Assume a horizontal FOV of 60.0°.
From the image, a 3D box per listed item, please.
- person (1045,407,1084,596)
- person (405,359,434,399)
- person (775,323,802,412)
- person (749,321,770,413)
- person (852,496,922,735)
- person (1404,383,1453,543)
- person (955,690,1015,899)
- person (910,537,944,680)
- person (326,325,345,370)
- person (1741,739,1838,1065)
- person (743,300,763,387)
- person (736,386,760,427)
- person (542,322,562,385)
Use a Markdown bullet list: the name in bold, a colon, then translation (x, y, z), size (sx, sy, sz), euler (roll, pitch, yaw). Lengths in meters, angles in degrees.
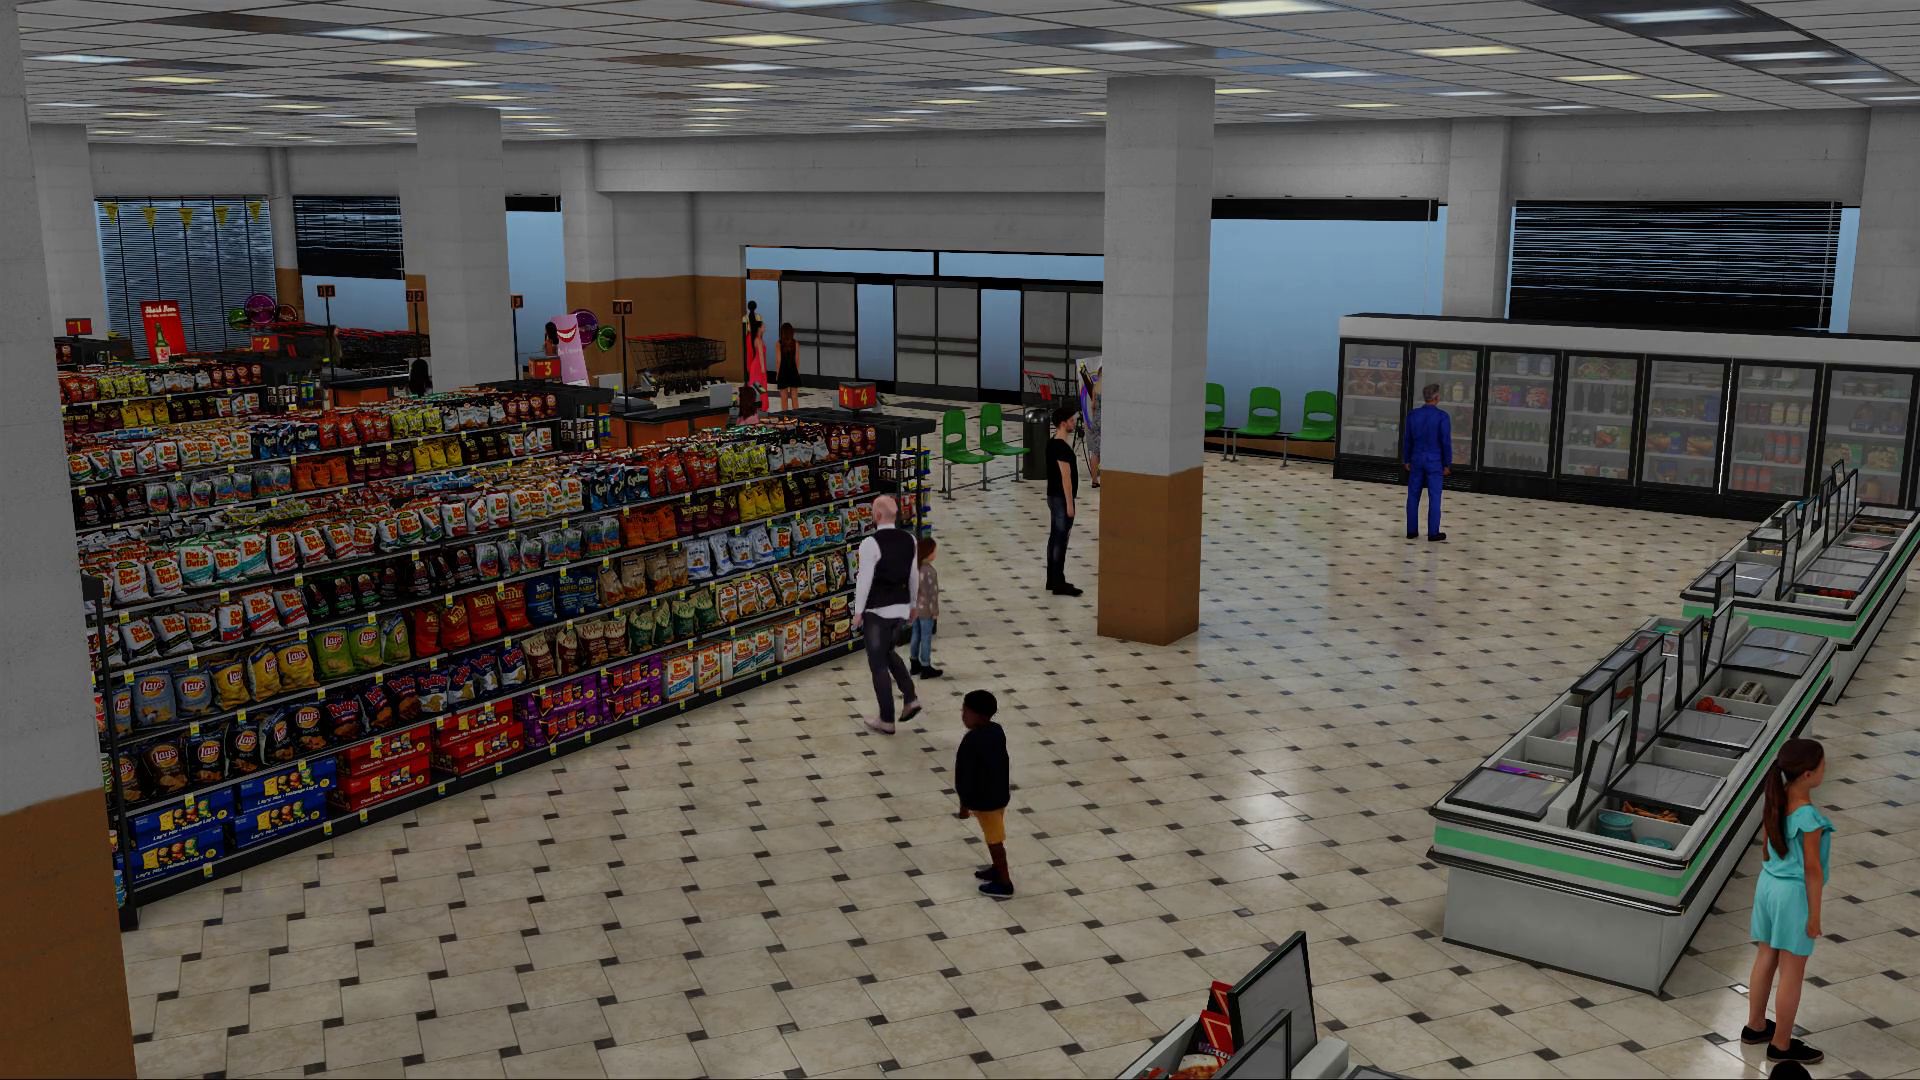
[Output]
- **person**: translation (1.020, -0.405, 16.855), size (0.805, 1.897, 0.752), euler (-2, 12, -12)
- **person**: translation (-7.593, -1.711, 23.522), size (0.679, 1.706, 0.710), euler (0, 12, -1)
- **person**: translation (-2.922, -2.765, 28.218), size (0.630, 1.834, 0.725), euler (-5, 13, -21)
- **person**: translation (-3.636, -3.104, 30.090), size (0.750, 1.725, 0.716), euler (-4, 13, -19)
- **person**: translation (-0.496, 0.581, 12.377), size (0.773, 1.814, 0.678), euler (10, 16, 40)
- **person**: translation (5.457, -0.914, 19.438), size (0.727, 1.829, 0.555), euler (9, 15, 38)
- **person**: translation (0.201, 1.458, 9.580), size (0.622, 1.248, 0.517), euler (10, 16, 40)
- **person**: translation (-0.313, 0.563, 13.968), size (0.539, 1.193, 0.529), euler (-8, 15, -35)
- **person**: translation (-12.121, -3.439, 32.285), size (0.719, 1.476, 0.615), euler (0, 12, 1)
- **person**: translation (3.890, 1.673, 7.806), size (0.707, 1.558, 0.647), euler (-2, 12, -10)
- **person**: translation (-4.297, -4.077, 34.546), size (0.631, 1.794, 0.735), euler (-5, 13, -23)
- **person**: translation (-2.469, -0.909, 19.479), size (0.716, 1.802, 0.691), euler (-4, 12, -18)
- **person**: translation (-7.545, -3.216, 30.816), size (0.784, 1.645, 0.642), euler (1, 12, 7)
